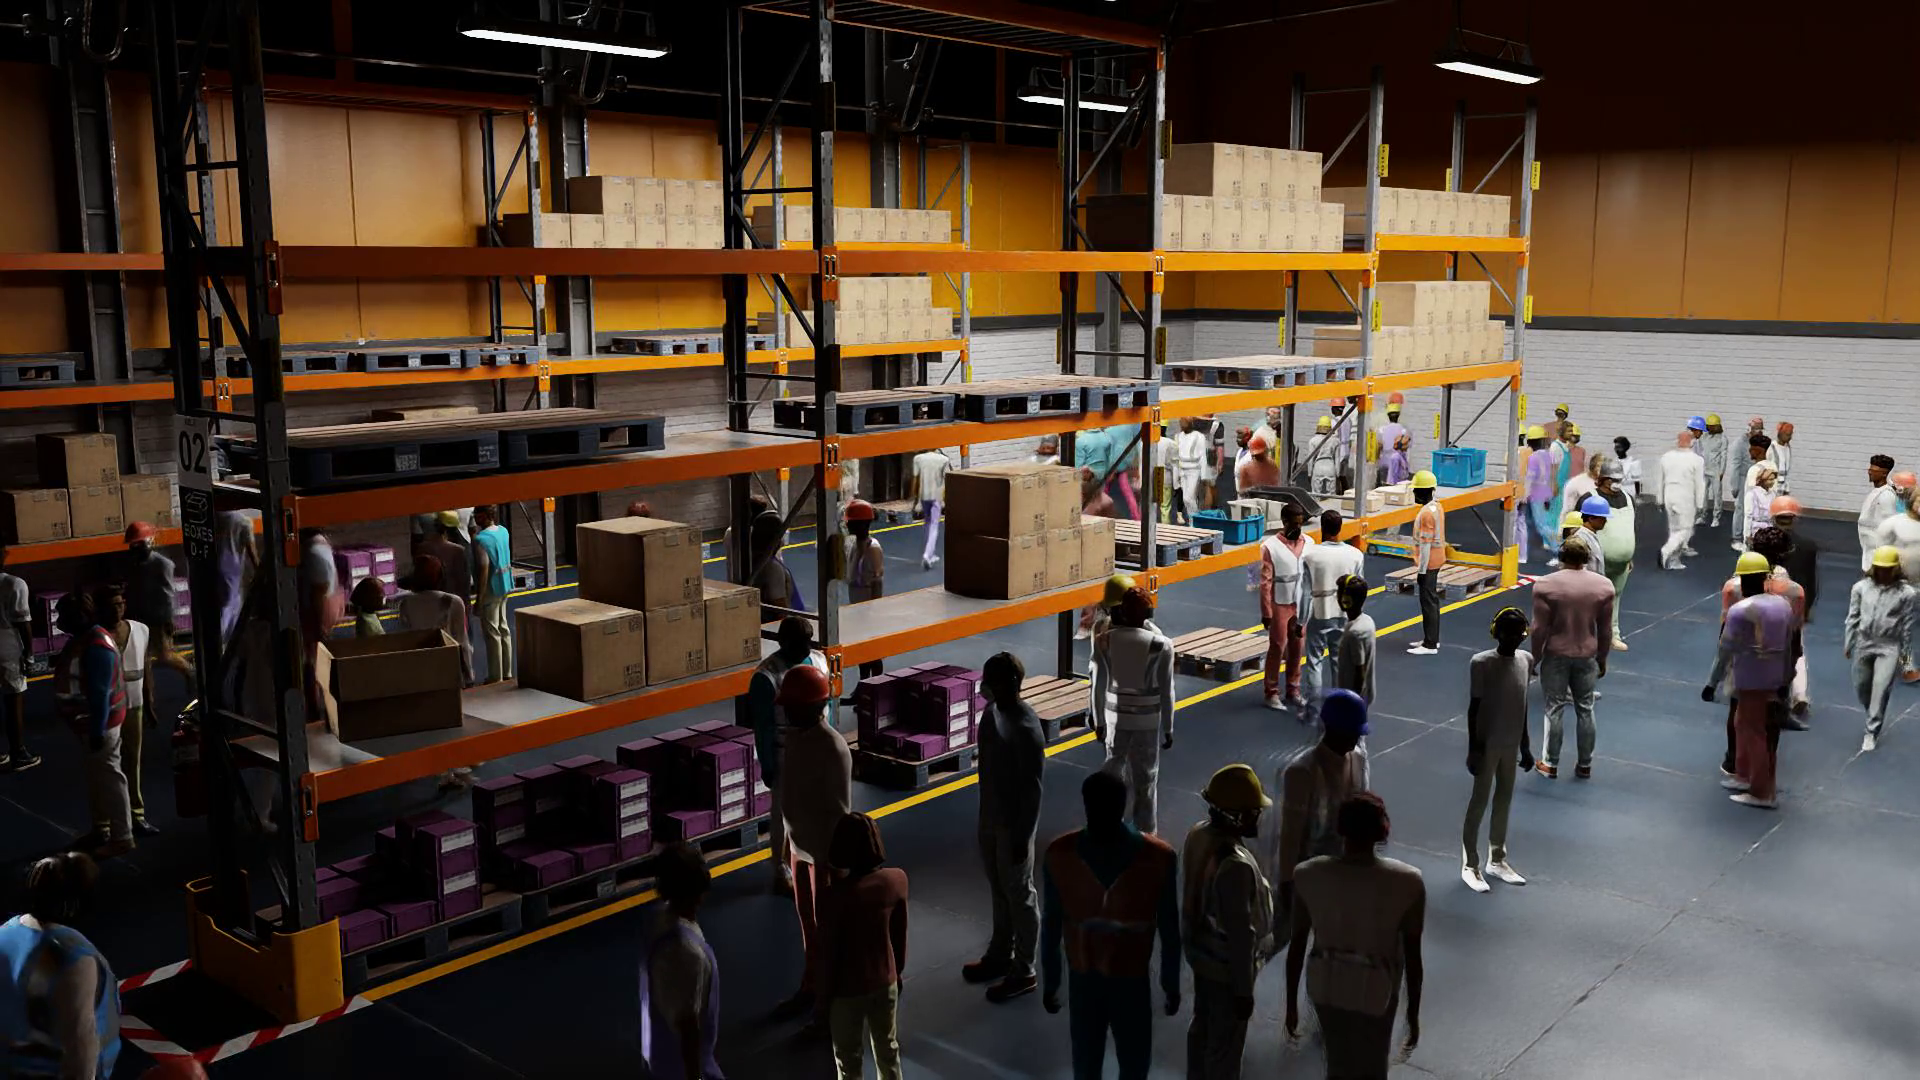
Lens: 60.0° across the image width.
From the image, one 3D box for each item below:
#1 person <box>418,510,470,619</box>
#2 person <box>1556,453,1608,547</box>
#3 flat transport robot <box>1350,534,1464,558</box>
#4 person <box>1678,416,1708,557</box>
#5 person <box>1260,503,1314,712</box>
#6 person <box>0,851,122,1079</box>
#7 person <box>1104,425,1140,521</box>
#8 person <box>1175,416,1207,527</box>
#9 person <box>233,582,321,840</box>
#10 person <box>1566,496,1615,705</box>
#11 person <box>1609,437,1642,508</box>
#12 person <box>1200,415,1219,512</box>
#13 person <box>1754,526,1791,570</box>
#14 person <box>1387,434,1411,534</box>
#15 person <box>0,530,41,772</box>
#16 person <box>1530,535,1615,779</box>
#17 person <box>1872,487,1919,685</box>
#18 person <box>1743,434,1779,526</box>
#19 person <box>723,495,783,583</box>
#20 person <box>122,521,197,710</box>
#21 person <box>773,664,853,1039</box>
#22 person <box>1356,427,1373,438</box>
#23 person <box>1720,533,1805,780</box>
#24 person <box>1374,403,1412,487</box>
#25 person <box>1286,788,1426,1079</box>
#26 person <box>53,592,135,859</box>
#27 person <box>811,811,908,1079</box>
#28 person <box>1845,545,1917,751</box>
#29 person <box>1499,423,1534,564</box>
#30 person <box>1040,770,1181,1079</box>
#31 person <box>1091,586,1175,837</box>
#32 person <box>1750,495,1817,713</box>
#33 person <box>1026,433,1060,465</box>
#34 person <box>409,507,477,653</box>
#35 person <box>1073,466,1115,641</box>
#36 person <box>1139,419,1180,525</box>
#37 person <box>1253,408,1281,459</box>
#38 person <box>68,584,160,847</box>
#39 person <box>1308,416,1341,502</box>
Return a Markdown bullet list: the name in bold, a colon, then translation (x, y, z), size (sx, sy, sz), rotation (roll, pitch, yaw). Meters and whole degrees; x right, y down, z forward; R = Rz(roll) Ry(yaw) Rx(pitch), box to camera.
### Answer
- **person**: translation (-4.905, 0.588, 15.708), size (0.579, 1.744, 0.501), rotation (2, 10, 11)
- **person**: translation (7.305, -0.103, 19.408), size (0.673, 1.887, 1.034), rotation (-1, 10, -6)
- **flat transport robot**: translation (6.155, 0.096, 22.985), size (0.652, 0.197, 1.431), rotation (-8, 12, -40)
- **person**: translation (10.103, -0.750, 23.069), size (0.400, 1.938, 0.602), rotation (3, 10, 17)
- **person**: translation (2.963, 0.599, 15.118), size (0.597, 1.908, 0.401), rotation (-6, 11, -31)
- **person**: translation (-3.456, 2.096, 6.406), size (0.651, 1.824, 0.436), rotation (6, 11, 34)
- **person**: translation (2.355, -1.136, 25.375), size (1.047, 1.938, 0.635), rotation (8, 13, 40)
- **person**: translation (3.399, -0.975, 24.638), size (0.464, 1.864, 0.584), rotation (-6, 11, -34)
- **person**: translation (-4.914, 1.189, 11.931), size (0.508, 1.798, 0.954), rotation (2, 10, 14)
- **person**: translation (5.746, 0.553, 15.294), size (0.415, 1.940, 0.605), rotation (6, 11, 32)
- **person**: translation (8.996, -0.578, 22.835), size (0.772, 1.667, 0.548), rotation (-6, 11, -31)
- **person**: translation (3.947, -1.314, 26.461), size (0.387, 1.931, 0.543), rotation (-2, 10, -10)
- **person**: translation (6.457, 0.853, 13.411), size (0.362, 1.965, 0.611), rotation (5, 11, 27)
- **person**: translation (6.215, -0.686, 23.603), size (0.321, 1.631, 0.527), rotation (4, 10, 22)
- **person**: translation (-7.684, 0.882, 13.284), size (0.599, 1.958, 0.379), rotation (0, 10, 2)
- **person**: translation (4.791, 0.921, 13.090), size (0.629, 1.939, 0.371), rotation (1, 10, 5)
- **person**: translation (9.241, 0.432, 16.128), size (0.648, 1.889, 1.012), rotation (0, 10, -3)
- **person**: translation (9.855, -0.331, 20.523), size (0.605, 1.954, 0.399), rotation (-8, 12, -39)
- **person**: translation (-1.955, 0.480, 16.015), size (0.627, 1.844, 0.429), rotation (-8, 12, -38)
- **person**: translation (-7.332, 0.673, 15.171), size (0.563, 1.739, 0.615), rotation (3, 10, 19)
- **person**: translation (-0.780, 1.620, 8.789), size (0.408, 1.985, 0.620), rotation (-6, 11, -31)
- **person**: translation (6.123, -0.952, 25.206), size (0.269, 1.630, 0.503), rotation (2, 10, 11)
- **person**: translation (6.288, 0.915, 13.092), size (0.599, 1.958, 0.382), rotation (3, 10, 15)
- **person**: translation (6.655, -1.166, 25.680), size (0.595, 1.895, 0.516), rotation (3, 10, 17)
- **person**: translation (1.662, 1.997, 7.100), size (0.584, 1.799, 0.836), rotation (4, 10, 24)
- **person**: translation (-5.970, 1.257, 11.427), size (0.431, 1.836, 0.621), rotation (-8, 13, -41)
- **person**: translation (-0.448, 2.014, 7.475), size (0.501, 1.633, 0.279), rotation (-8, 12, -40)
- **person**: translation (7.756, 0.873, 14.027), size (0.496, 1.716, 0.724), rotation (8, 12, 38)
- **person**: translation (7.464, -0.614, 22.334), size (0.595, 1.913, 0.399), rotation (-7, 12, -36)
- **person**: translation (0.670, 1.901, 7.362), size (0.641, 1.897, 0.521), rotation (2, 10, 10)
- **person**: translation (1.176, 1.245, 11.349), size (0.580, 1.877, 0.347), rotation (4, 10, 22)
- **person**: translation (7.495, 0.572, 15.144), size (0.636, 1.959, 0.985), rotation (1, 10, 4)
- **person**: translation (1.035, -0.384, 20.577), size (0.711, 2.000, 0.811), rotation (7, 12, 35)
- **person**: translation (-5.343, 0.185, 17.183), size (0.680, 2.000, 0.535), rotation (-6, 11, -31)
- **person**: translation (1.398, 0.116, 18.067), size (0.648, 1.888, 0.667), rotation (6, 11, 34)
- **person**: translation (2.819, -0.813, 23.506), size (0.588, 1.919, 0.395), rotation (5, 11, 25)
- **person**: translation (4.672, -1.038, 24.925), size (0.653, 1.899, 0.398), rotation (-7, 12, -37)
- **person**: translation (-5.921, 1.208, 11.650), size (0.394, 1.846, 0.564), rotation (6, 11, 31)
- **person**: translation (5.521, -1.018, 25.273), size (0.485, 1.737, 0.321), rotation (0, 10, 0)
